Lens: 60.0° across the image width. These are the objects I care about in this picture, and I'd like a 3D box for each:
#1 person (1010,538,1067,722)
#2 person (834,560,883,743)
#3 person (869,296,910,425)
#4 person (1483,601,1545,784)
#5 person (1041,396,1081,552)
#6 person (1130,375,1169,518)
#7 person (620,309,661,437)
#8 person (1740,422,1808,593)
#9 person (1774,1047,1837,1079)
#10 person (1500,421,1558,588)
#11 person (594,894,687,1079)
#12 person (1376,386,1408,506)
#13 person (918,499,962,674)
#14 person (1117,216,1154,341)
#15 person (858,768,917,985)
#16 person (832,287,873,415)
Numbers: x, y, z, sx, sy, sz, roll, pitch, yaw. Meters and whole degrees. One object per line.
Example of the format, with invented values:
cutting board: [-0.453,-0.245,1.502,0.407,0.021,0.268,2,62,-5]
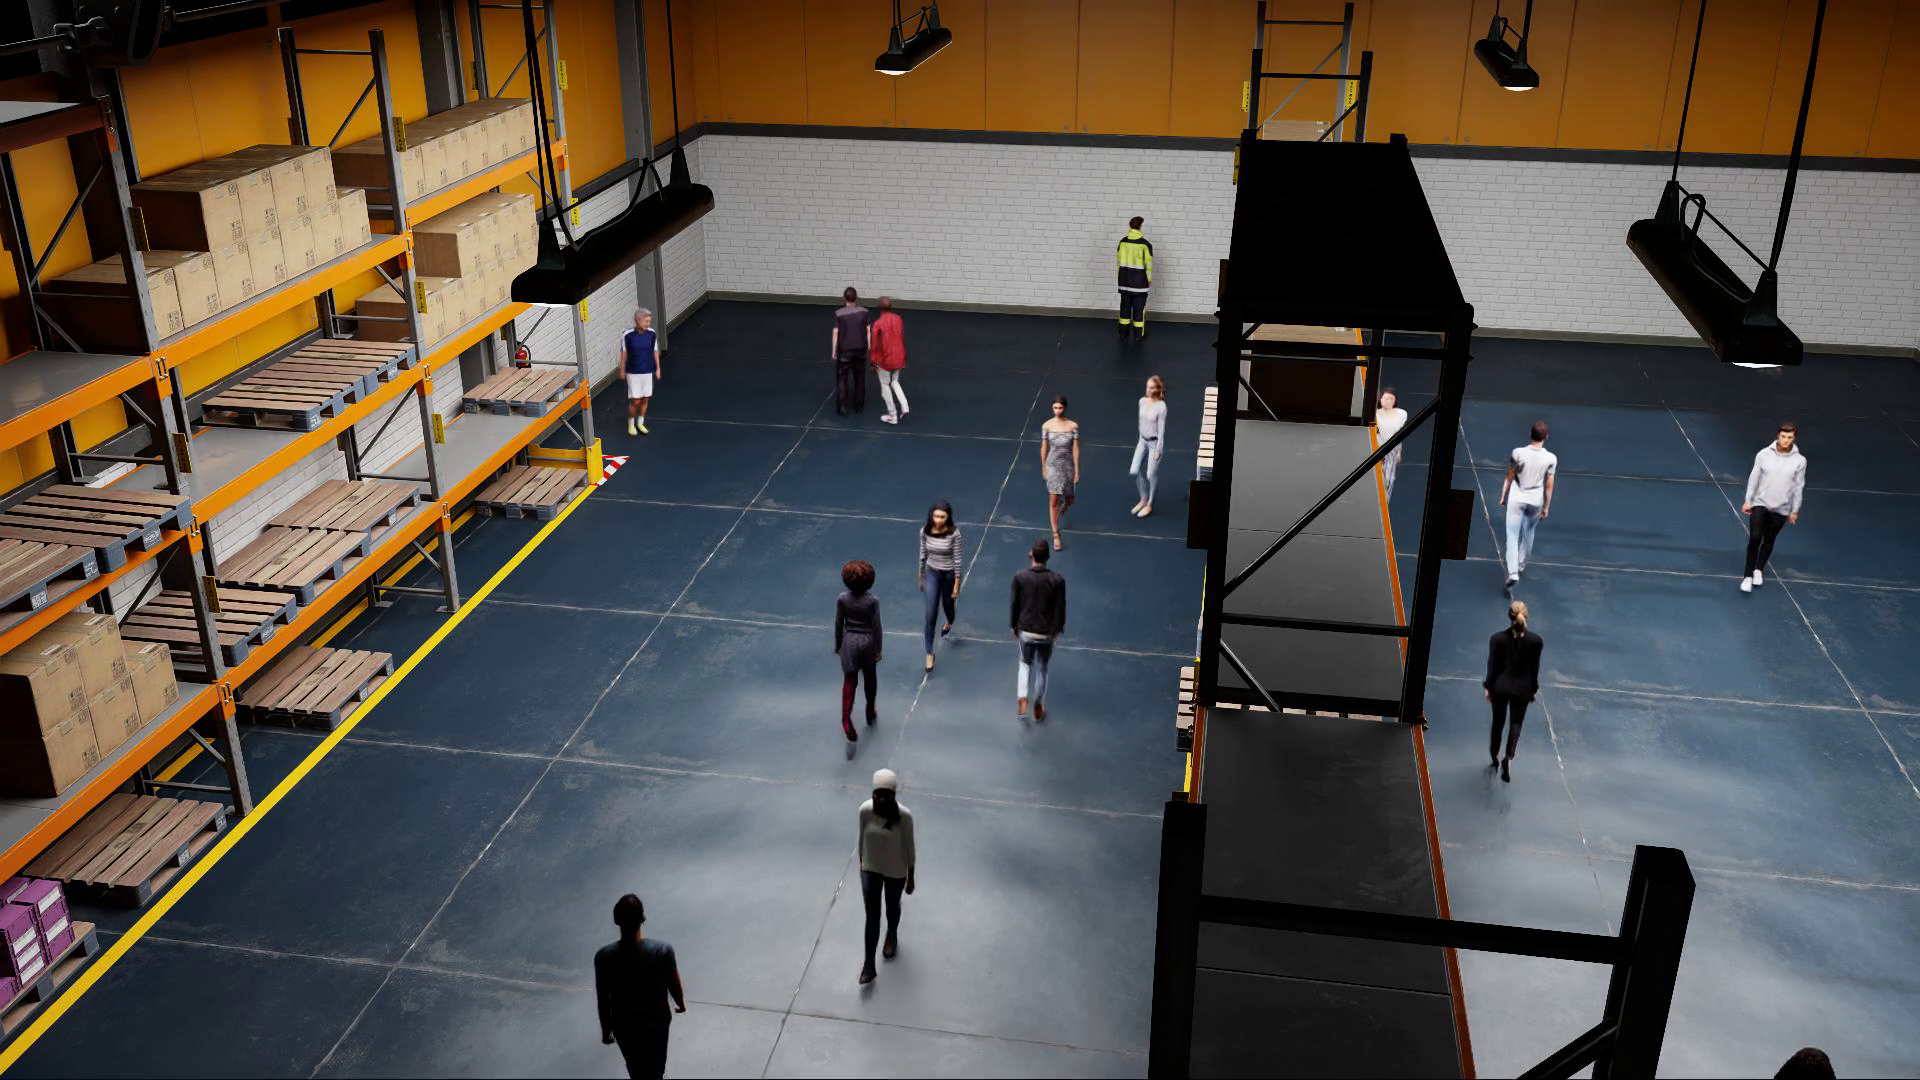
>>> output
person: [0.711,0.875,15.289,0.659,1.827,0.652,5,24,10]
person: [-0.931,1.042,15.086,0.627,1.683,1.047,3,24,8]
person: [-0.918,-2.456,22.935,0.894,1.805,0.953,-14,27,-30]
person: [4.761,1.351,14.371,0.680,1.690,0.892,7,25,15]
person: [1.172,-0.810,19.174,0.682,1.802,0.990,1,24,3]
person: [2.343,-1.138,19.947,0.766,1.784,0.715,-17,29,-34]
person: [-4.389,-2.274,22.544,0.816,1.786,0.874,-9,25,-19]
person: [8.840,-0.414,18.130,0.806,1.912,0.938,9,25,19]
person: [4.629,3.596,9.366,0.797,1.584,1.136,11,26,24]
person: [6.161,-0.361,18.130,0.647,1.816,1.172,4,24,9]
person: [-1.983,3.076,10.339,0.882,1.758,1.237,-2,24,-5]
person: [5.045,-1.062,19.930,0.745,1.659,0.989,1,24,3]
person: [-0.157,0.394,16.485,0.629,1.749,1.117,6,24,13]
person: [2.800,-4.228,26.767,0.853,1.983,0.793,14,27,28]
person: [-0.527,2.364,12.137,0.587,1.623,0.903,4,24,10]
person: [-1.496,-2.633,23.291,0.836,1.844,0.811,-5,24,-11]
